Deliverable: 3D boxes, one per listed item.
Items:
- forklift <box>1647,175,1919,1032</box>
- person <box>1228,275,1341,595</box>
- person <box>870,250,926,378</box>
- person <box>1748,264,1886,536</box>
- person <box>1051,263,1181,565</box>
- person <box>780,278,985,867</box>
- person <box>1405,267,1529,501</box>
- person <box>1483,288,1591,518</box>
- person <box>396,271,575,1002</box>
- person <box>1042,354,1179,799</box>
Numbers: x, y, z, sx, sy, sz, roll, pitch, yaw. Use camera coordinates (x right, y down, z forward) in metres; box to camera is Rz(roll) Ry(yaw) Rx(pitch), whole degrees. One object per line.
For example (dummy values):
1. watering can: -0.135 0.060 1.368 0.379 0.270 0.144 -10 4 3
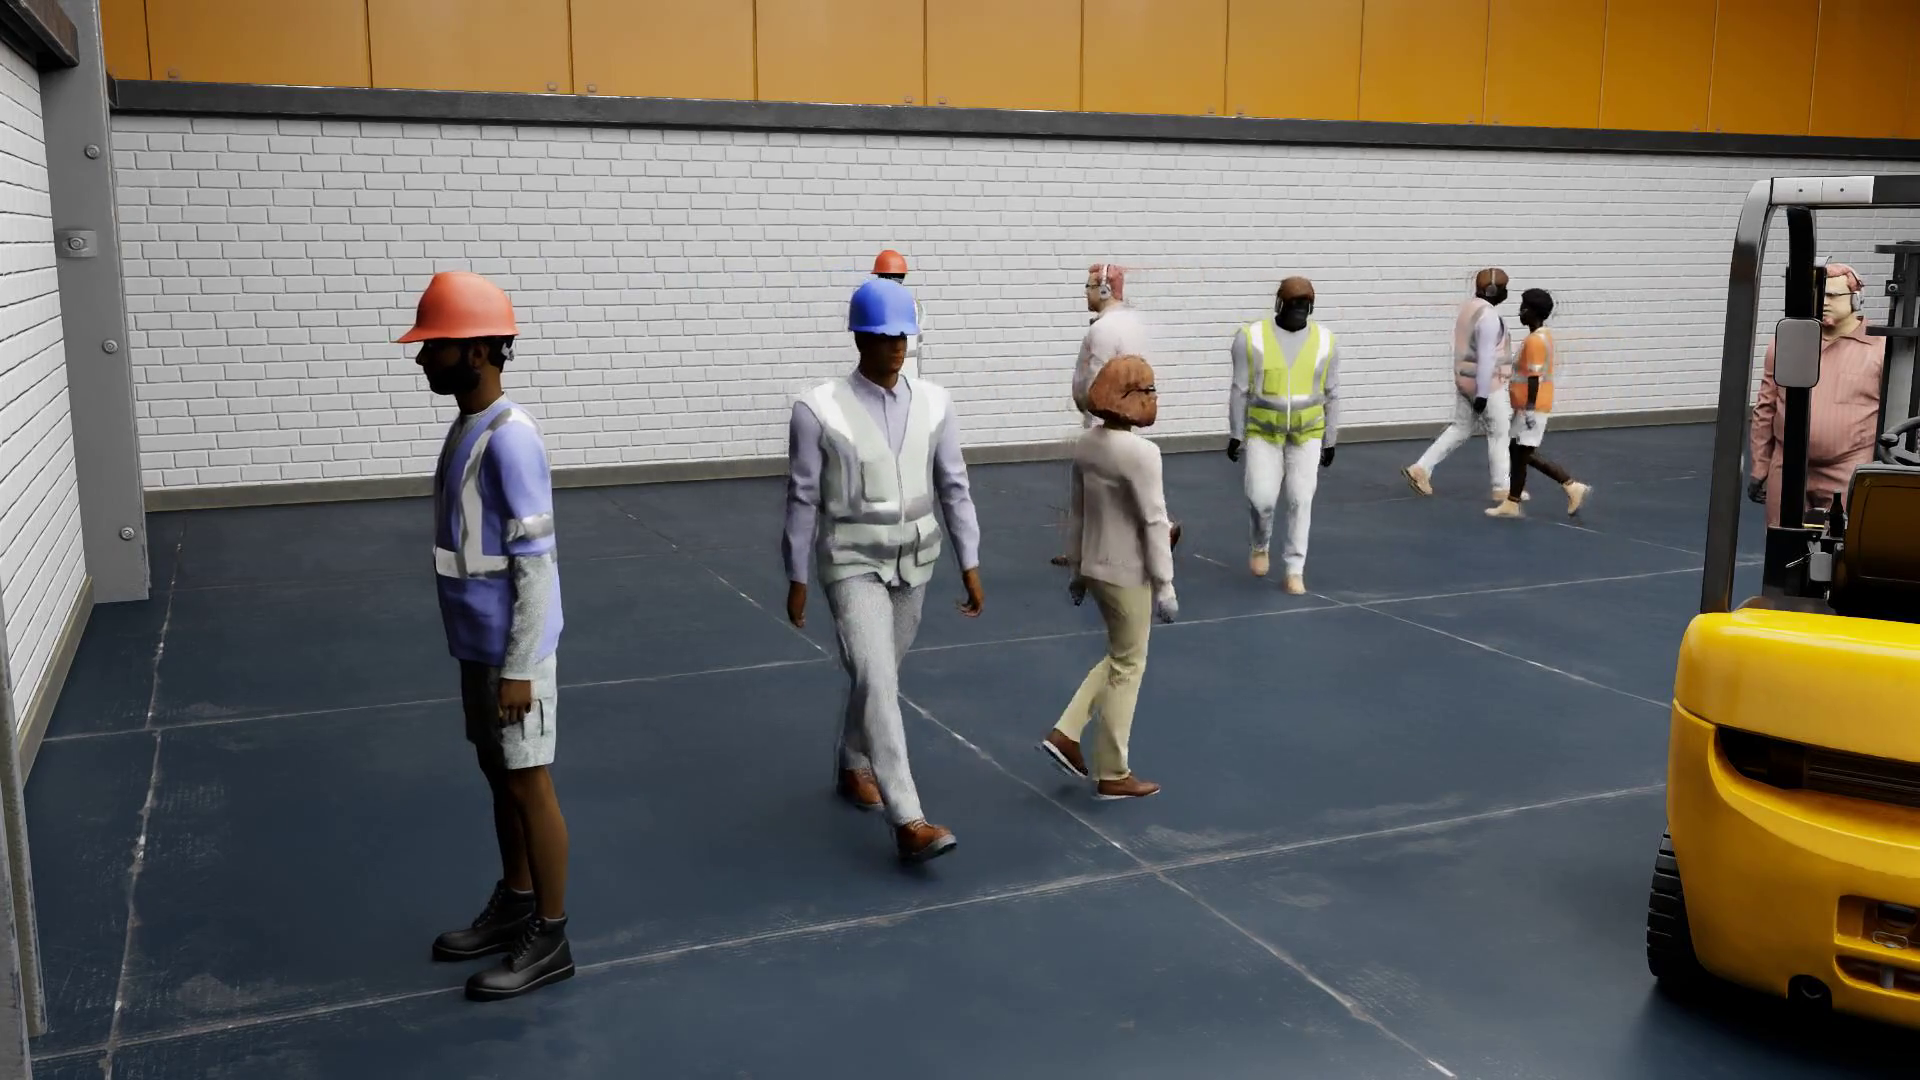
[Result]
1. forklift: 2.810 0.094 4.662 1.214 2.155 2.313 7 12 34
2. person: 1.852 -0.602 9.527 0.659 1.817 0.464 1 10 4
3. person: -0.493 -1.133 12.129 0.363 1.939 0.542 8 13 39
4. person: 3.971 -0.310 7.681 0.654 1.906 0.407 10 14 44
5. person: 0.946 -0.724 10.040 0.779 1.883 0.650 4 11 19
6. person: -0.240 0.086 5.552 0.631 1.890 1.030 -6 12 -32
7. person: 3.955 -1.198 12.851 0.863 1.812 0.628 -1 10 -3
8. person: 4.155 -0.955 11.876 0.661 1.678 0.540 4 11 22
9. person: -1.259 0.261 4.446 0.379 1.938 0.547 -6 12 -30
10. person: 0.578 0.148 5.953 0.378 1.622 0.505 -4 11 -20
